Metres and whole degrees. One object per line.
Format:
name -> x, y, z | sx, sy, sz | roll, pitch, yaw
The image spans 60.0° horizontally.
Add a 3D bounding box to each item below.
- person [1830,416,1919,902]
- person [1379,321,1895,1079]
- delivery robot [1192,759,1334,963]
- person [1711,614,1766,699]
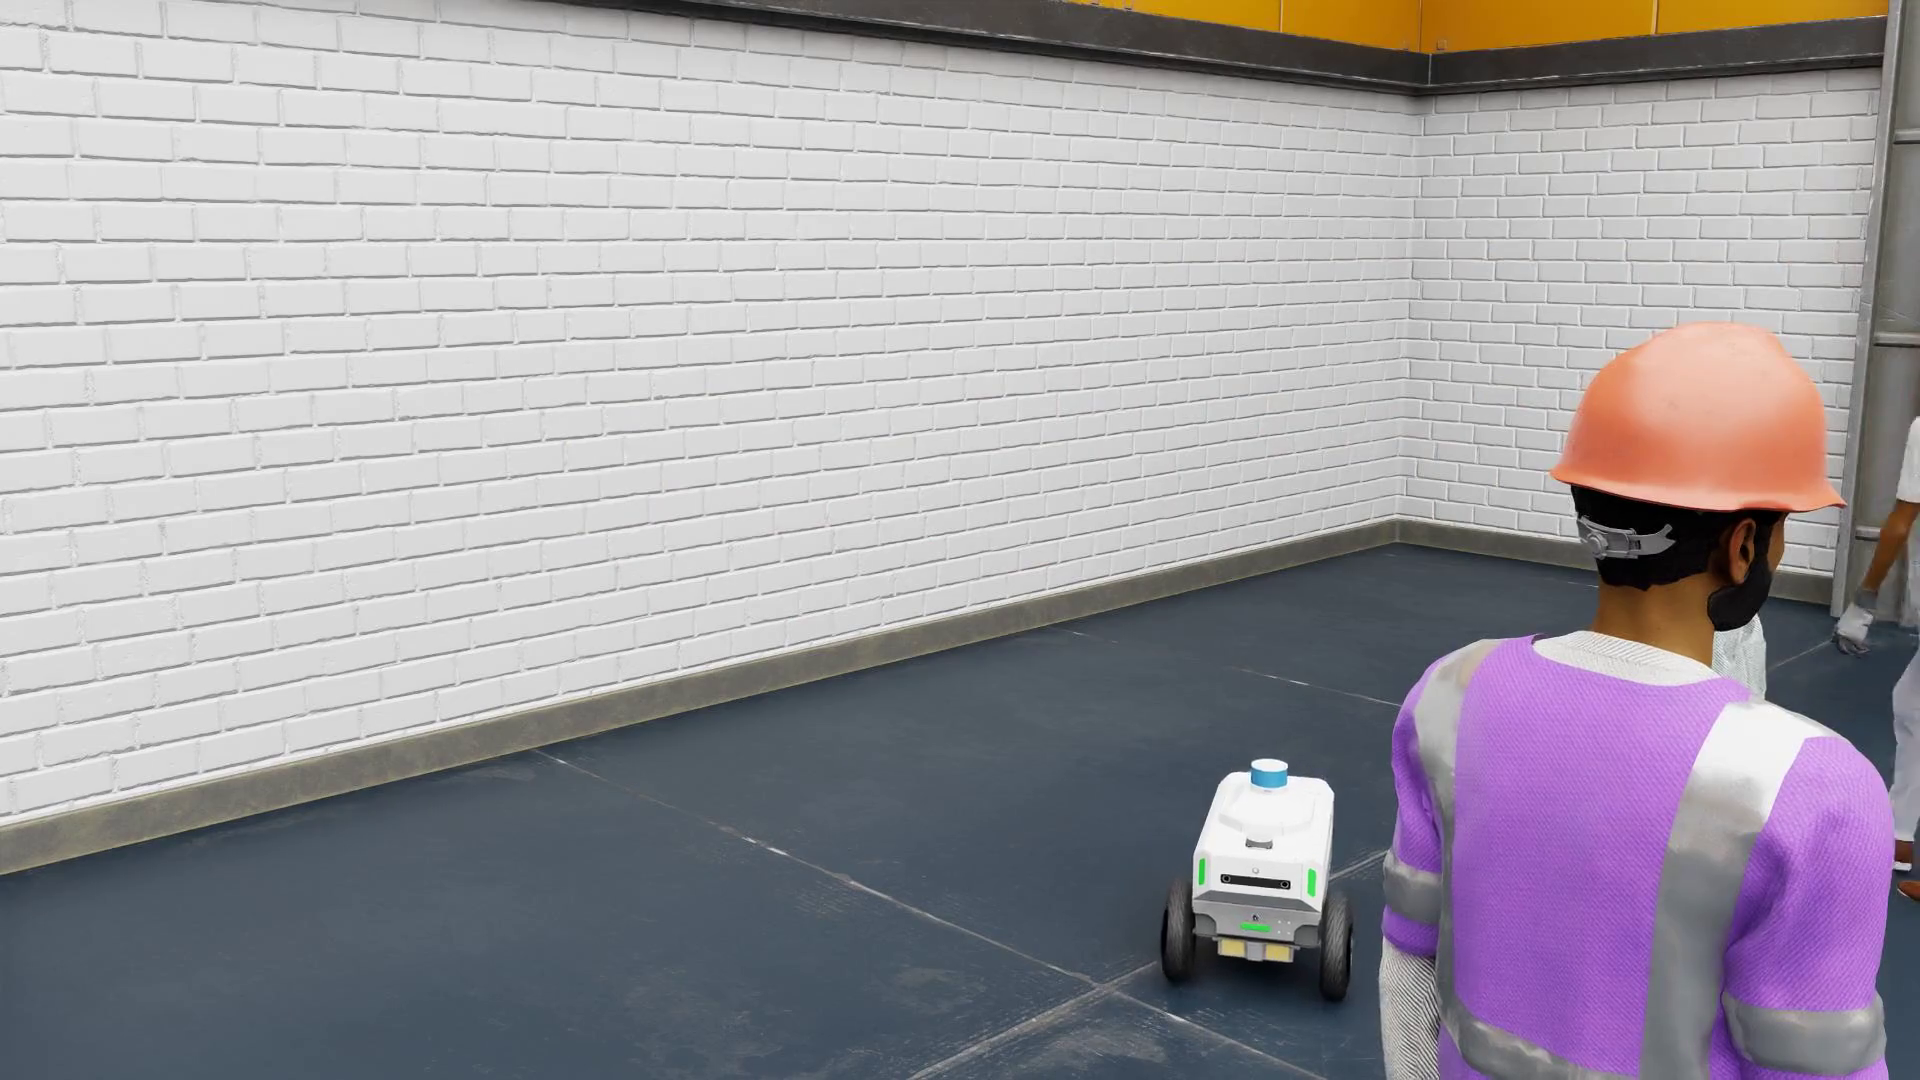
person -> 2.910, 0.189, 5.069 | 0.515, 1.844, 0.775 | -5, 12, -26
person -> 0.717, 0.737, 1.809 | 0.375, 1.935, 0.551 | -7, 12, -33
delivery robot -> 0.860, 0.858, 4.664 | 0.477, 0.478, 0.707 | 3, 11, 15
person -> 1.429, 0.563, 3.286 | 0.324, 1.742, 0.492 | 1, 10, 7
